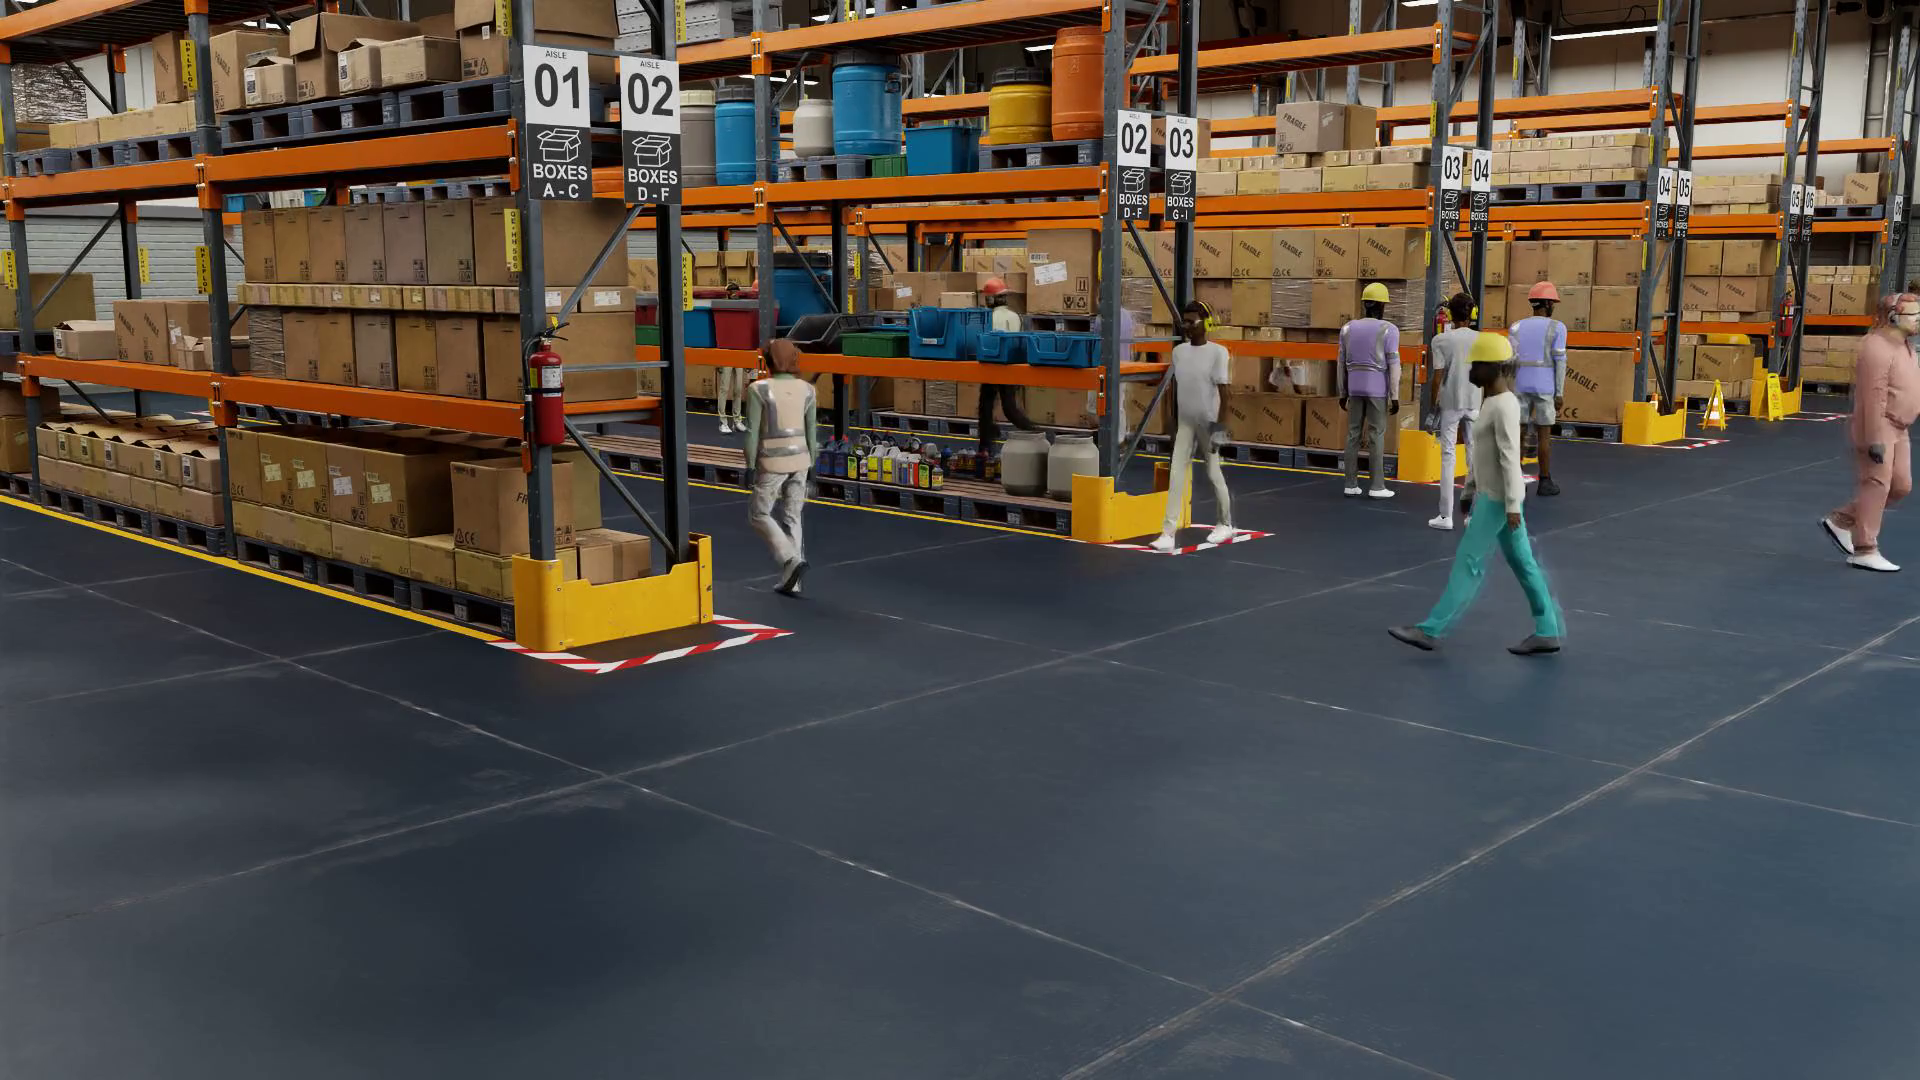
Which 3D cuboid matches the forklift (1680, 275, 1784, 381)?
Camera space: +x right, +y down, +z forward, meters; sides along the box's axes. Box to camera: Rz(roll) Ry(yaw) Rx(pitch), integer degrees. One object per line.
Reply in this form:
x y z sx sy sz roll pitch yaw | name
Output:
12.480 -3.427 27.053 1.214 2.155 2.313 9 13 43 | forklift

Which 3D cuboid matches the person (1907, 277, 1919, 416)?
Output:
13.326 -2.701 23.256 0.634 1.939 0.367 2 9 10 | person

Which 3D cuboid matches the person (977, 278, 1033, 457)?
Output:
0.471 -1.730 17.226 0.836 1.967 0.619 9 13 43 | person

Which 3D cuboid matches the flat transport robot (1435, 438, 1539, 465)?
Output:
5.368 -0.950 17.747 0.652 0.197 1.431 -9 13 -44 | flat transport robot

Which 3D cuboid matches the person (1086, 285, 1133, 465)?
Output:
1.571 -1.734 17.393 0.431 1.922 0.631 7 12 37 | person

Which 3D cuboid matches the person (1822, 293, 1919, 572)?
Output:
6.287 -0.741 11.401 0.655 1.896 0.515 -8 12 -41 | person

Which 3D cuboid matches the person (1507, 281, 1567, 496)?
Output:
5.267 -1.385 15.201 0.547 1.934 0.376 8 12 42 | person

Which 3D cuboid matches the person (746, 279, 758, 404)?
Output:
-2.559 -2.388 21.349 0.376 1.934 0.547 3 10 19 | person

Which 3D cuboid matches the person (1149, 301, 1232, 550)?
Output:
1.764 -0.847 12.261 0.540 1.823 0.972 8 12 40 | person

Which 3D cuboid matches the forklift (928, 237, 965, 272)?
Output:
-0.326 -5.817 39.609 1.129 2.768 1.873 9 13 43 | forklift

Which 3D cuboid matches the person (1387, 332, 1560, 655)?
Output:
2.791 -0.235 8.821 0.921 1.716 0.545 2 10 14 | person

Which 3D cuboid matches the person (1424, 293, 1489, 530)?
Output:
3.936 -1.015 13.152 0.521 1.864 0.334 0 9 -3 | person

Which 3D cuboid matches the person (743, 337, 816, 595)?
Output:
-1.088 -0.444 10.374 0.533 1.624 0.432 -8 12 -40 | person

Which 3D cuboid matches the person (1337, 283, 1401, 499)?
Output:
3.686 -1.340 14.947 0.595 1.923 0.381 8 12 42 | person

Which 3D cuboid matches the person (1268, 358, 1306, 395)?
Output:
3.938 -2.209 20.307 0.896 1.905 0.545 7 12 38 | person

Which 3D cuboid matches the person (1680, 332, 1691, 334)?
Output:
11.001 -3.144 25.794 0.899 1.998 0.609 6 11 34 | person

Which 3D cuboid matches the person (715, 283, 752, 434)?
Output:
-2.838 -2.272 20.831 0.520 1.874 0.327 -9 13 -43 | person
